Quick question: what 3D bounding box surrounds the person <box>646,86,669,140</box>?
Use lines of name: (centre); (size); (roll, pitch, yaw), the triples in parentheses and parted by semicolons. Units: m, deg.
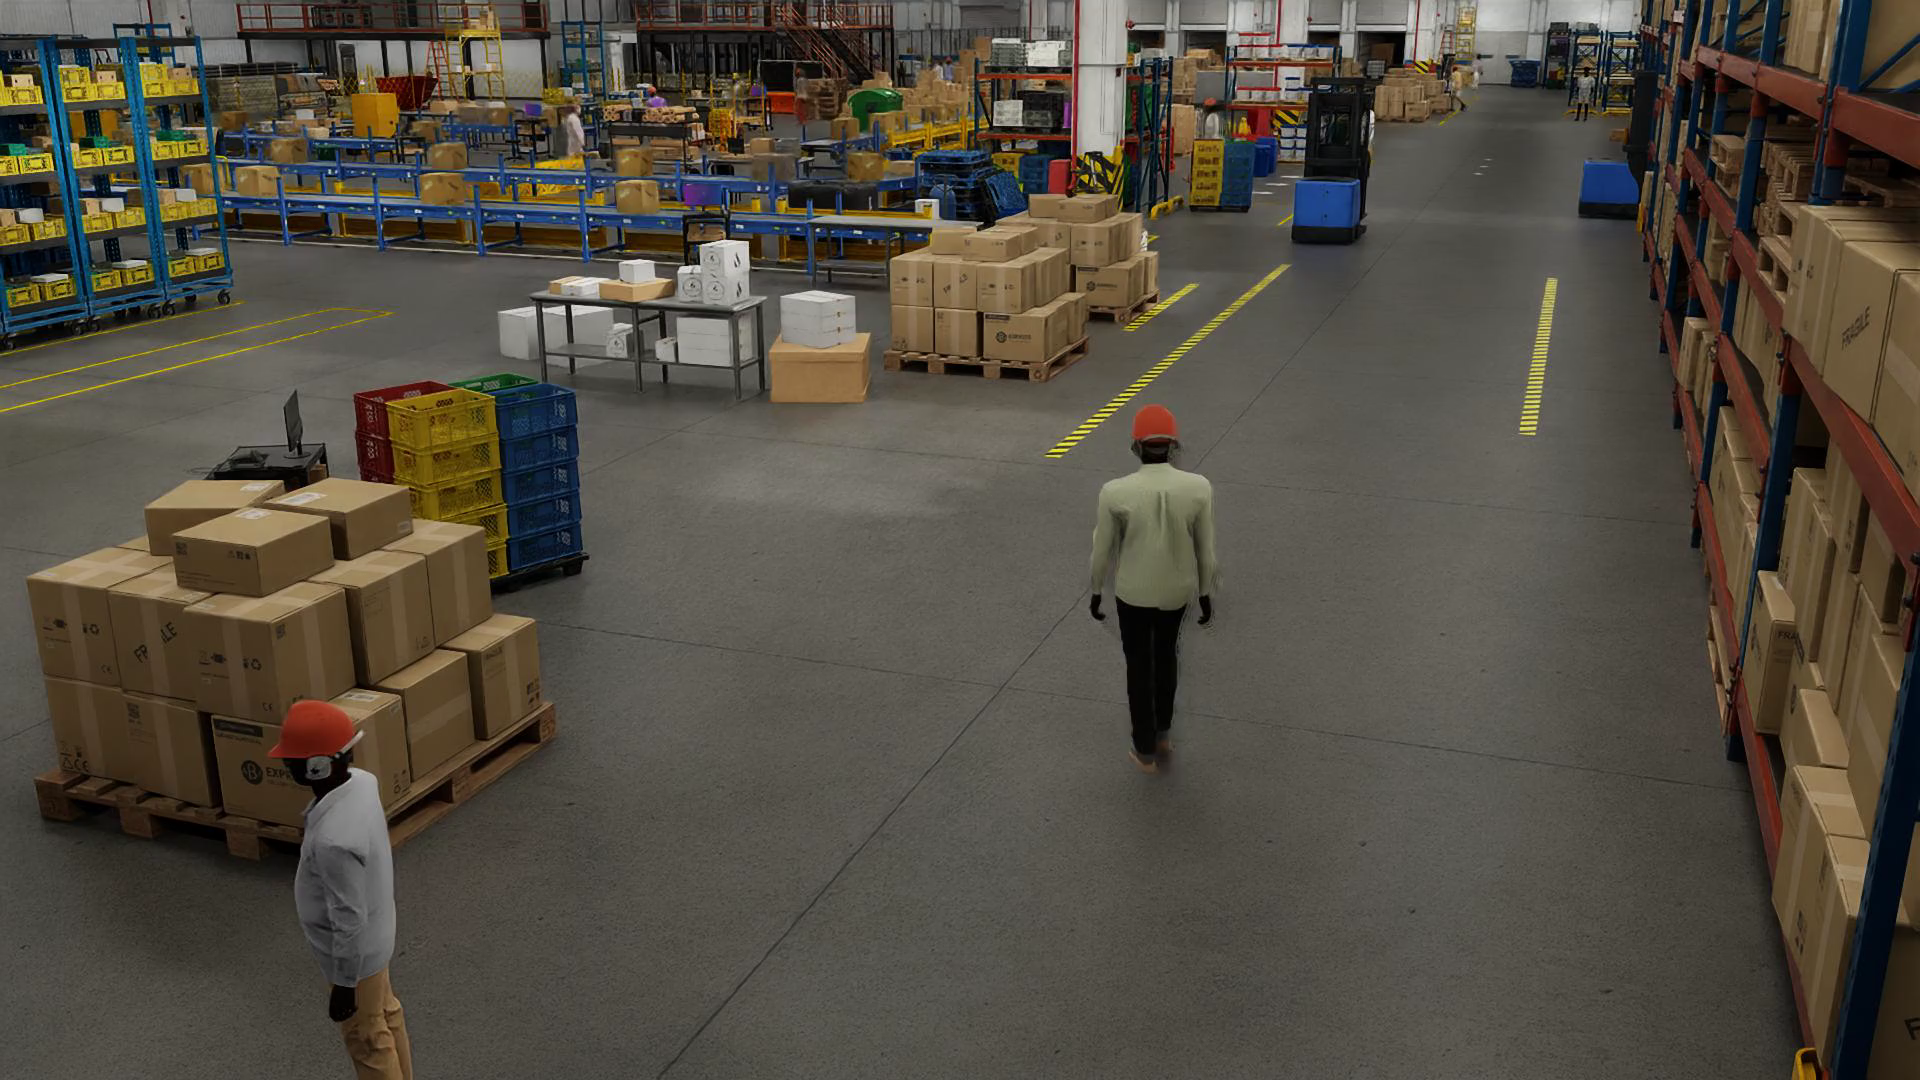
person: (-8.533, -11.832, 46.918); (0.593, 1.899, 0.455); (-6, 19, -19)

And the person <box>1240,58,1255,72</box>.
person: (12.922, -20.707, 74.582); (0.692, 2.000, 0.845); (-7, 19, -21)

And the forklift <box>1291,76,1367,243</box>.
forklift: (6.598, -6.755, 29.381); (1.129, 2.768, 1.873); (6, 19, 19)

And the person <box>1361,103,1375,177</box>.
person: (9.907, -9.839, 40.600); (0.356, 1.938, 0.543); (0, 18, 0)

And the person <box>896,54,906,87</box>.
person: (-2.922, -23.191, 82.707); (0.515, 1.844, 0.338); (-4, 18, -12)

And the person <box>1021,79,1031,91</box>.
person: (2.478, -17.172, 64.000); (0.489, 1.723, 0.658); (14, 22, 37)

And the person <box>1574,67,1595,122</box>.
person: (22.969, -16.398, 61.161); (0.607, 1.966, 0.373); (12, 21, 33)

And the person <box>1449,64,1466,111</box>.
person: (20.057, -18.220, 67.013); (0.560, 1.895, 0.786); (-9, 20, -27)

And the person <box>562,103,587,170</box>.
person: (-9.046, -9.302, 39.059); (0.984, 1.862, 0.645); (-4, 18, -12)

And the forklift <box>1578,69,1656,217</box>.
forklift: (13.219, -7.740, 32.475); (1.873, 2.768, 1.129); (6, 19, 18)

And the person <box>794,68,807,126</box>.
person: (-5.677, -15.613, 58.669); (0.571, 1.974, 0.662); (-4, 18, -12)

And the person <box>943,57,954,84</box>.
person: (-0.476, -21.222, 76.424); (0.544, 1.913, 0.883); (15, 23, 40)

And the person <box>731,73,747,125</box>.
person: (-8.011, -15.683, 59.203); (0.912, 1.781, 0.623); (3, 18, 9)

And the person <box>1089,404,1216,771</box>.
person: (0.997, 0.242, 8.853); (0.651, 1.975, 0.548); (-3, 18, -9)

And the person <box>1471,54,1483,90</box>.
person: (26.553, -23.926, 85.052); (0.661, 1.814, 0.784); (-12, 21, -33)

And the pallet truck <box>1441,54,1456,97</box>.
pallet truck: (22.765, -21.886, 78.355); (0.823, 1.965, 1.885); (-4, 18, -14)

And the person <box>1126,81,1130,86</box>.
person: (5.697, -15.159, 57.869); (0.739, 1.601, 0.504); (6, 19, 19)

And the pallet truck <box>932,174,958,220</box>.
pallet truck: (-0.507, -5.292, 27.348); (0.653, 1.274, 1.630); (6, 19, 19)

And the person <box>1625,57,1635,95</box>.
person: (32.236, -22.275, 79.724); (0.541, 1.907, 0.604); (3, 18, 10)

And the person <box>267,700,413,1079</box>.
person: (-2.105, 1.365, 5.695); (0.341, 1.749, 0.572); (-4, 18, -12)

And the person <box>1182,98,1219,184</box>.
person: (5.770, -9.251, 38.673); (1.065, 1.981, 0.636); (8, 19, 24)

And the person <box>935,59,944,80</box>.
person: (-0.929, -20.769, 75.116); (0.992, 1.835, 0.594); (-12, 21, -34)

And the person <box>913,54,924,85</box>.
person: (-2.080, -23.217, 82.800); (0.577, 1.827, 1.002); (1, 18, 4)
